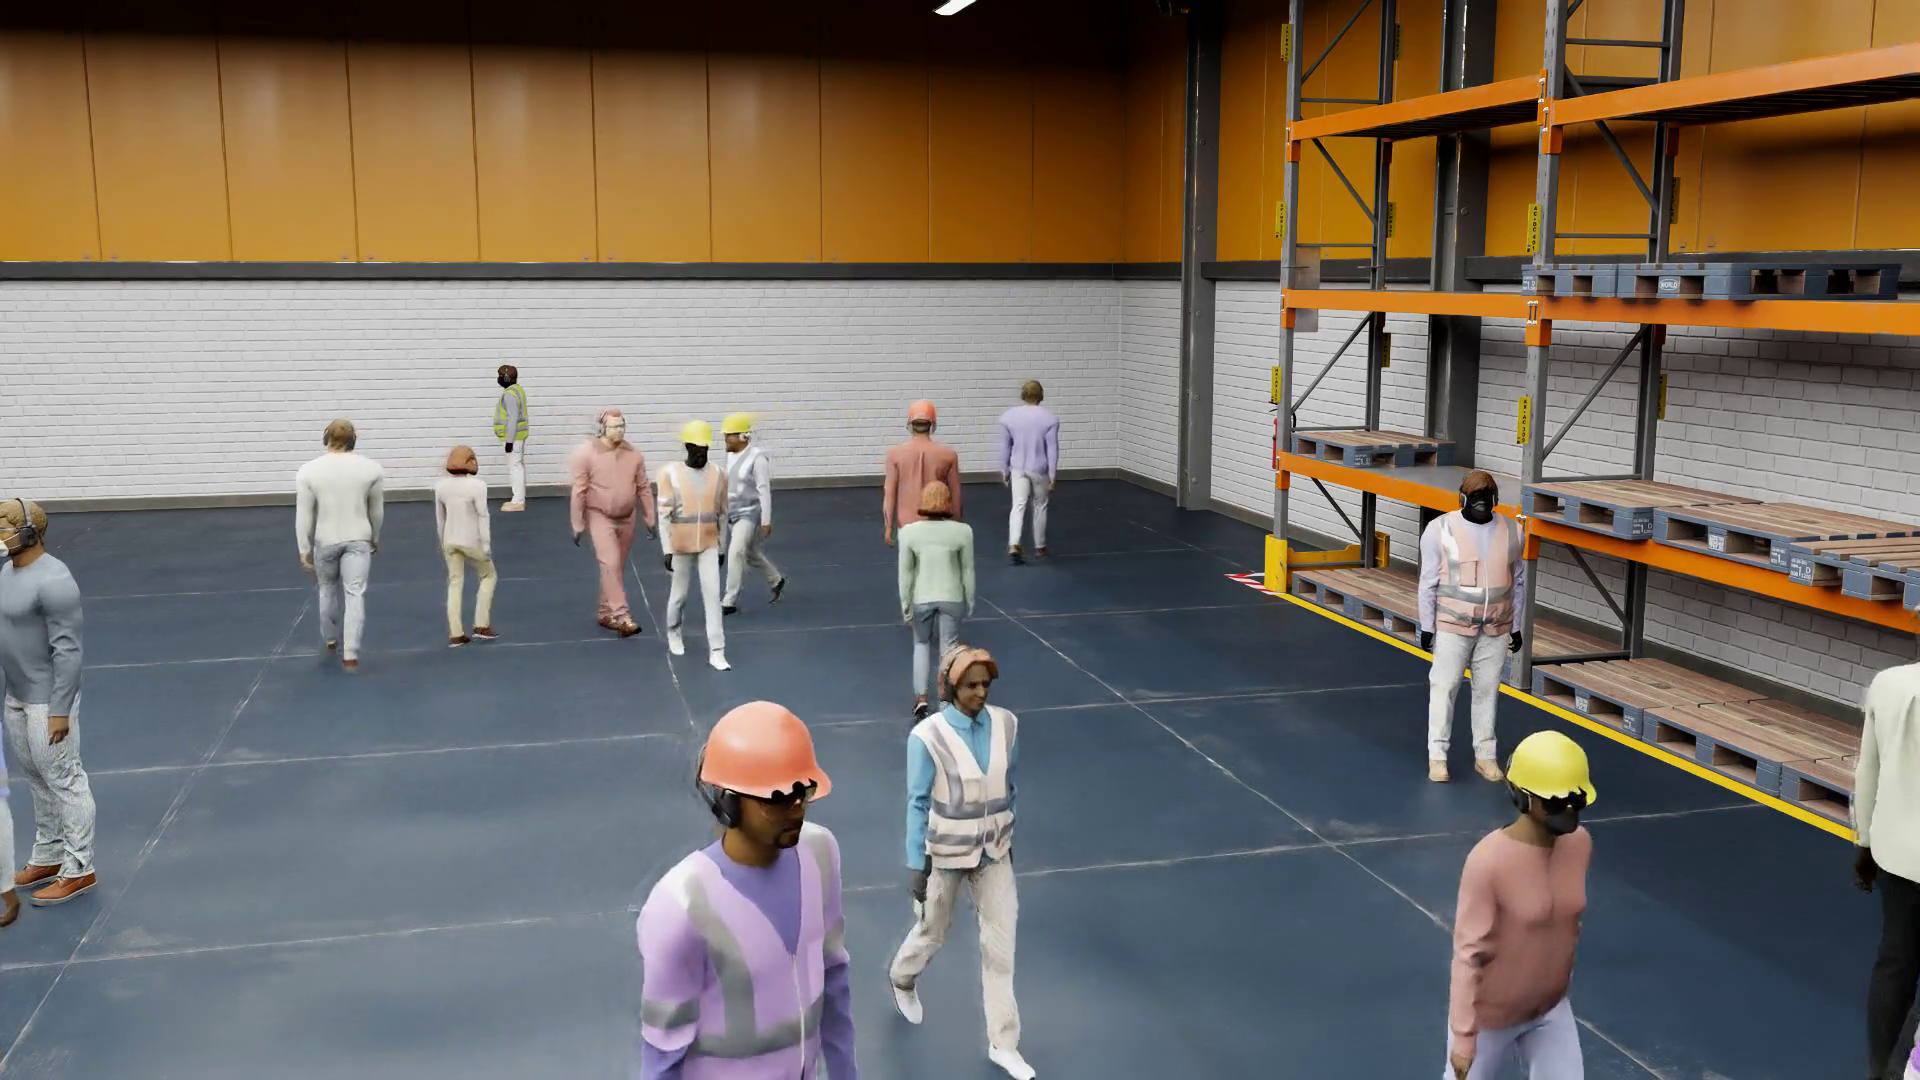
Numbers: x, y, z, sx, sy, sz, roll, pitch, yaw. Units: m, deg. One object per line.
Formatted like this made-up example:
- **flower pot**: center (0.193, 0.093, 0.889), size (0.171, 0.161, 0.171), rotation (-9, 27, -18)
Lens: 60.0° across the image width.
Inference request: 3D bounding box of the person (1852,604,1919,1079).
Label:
- **person**: center (3.314, 1.095, 5.714), size (0.551, 1.991, 0.643), rotation (-2, 9, -10)

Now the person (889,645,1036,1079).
- **person**: center (-0.020, 1.175, 6.345), size (0.525, 1.604, 0.800), rotation (-6, 11, -33)

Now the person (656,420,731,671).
- **person**: center (-2.046, 0.009, 12.751), size (0.588, 1.890, 0.931), rotation (-4, 10, -25)

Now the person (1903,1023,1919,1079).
- **person**: center (2.420, 1.478, 3.663), size (0.564, 1.879, 1.037), rotation (1, 9, 6)

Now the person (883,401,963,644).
- **person**: center (-0.302, -0.169, 13.684), size (0.656, 1.935, 1.036), rotation (0, 9, -3)

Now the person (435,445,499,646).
- **person**: center (-3.954, 0.036, 13.403), size (0.536, 1.612, 0.536), rotation (3, 10, 20)

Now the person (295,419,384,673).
- **person**: center (-4.717, 0.022, 12.687), size (0.637, 1.870, 1.067), rotation (-4, 10, -21)

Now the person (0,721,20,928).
- **person**: center (-3.569, 1.141, 5.694), size (0.563, 1.886, 0.986), rotation (-8, 12, -39)

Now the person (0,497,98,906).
- **person**: center (-4.378, 0.757, 7.910), size (0.627, 1.941, 0.371), rotation (7, 12, 39)

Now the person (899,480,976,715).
- **person**: center (-0.149, 0.413, 11.071), size (0.506, 1.622, 0.365), rotation (1, 9, 5)

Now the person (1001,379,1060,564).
- **person**: center (0.714, -0.716, 17.240), size (0.637, 1.902, 1.002), rotation (3, 9, 16)

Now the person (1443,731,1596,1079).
- **person**: center (1.616, 1.355, 4.901), size (0.571, 1.708, 0.907), rotation (-4, 10, -25)

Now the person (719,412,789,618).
- **person**: center (-1.860, -0.249, 14.662), size (0.907, 1.795, 0.599), rotation (-8, 12, -42)

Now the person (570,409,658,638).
- **person**: center (-2.782, -0.133, 13.674), size (0.679, 1.864, 0.933), rotation (-9, 12, -43)

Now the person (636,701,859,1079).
- **person**: center (-0.575, 1.339, 4.072), size (0.911, 2.013, 0.627), rotation (6, 11, 31)

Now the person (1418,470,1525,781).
- **person**: center (3.009, 0.507, 9.776), size (0.633, 1.843, 0.429), rotation (0, 9, -2)

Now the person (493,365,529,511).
- **person**: center (-5.649, -1.281, 20.937), size (0.430, 1.845, 0.623), rotation (-1, 9, -6)
